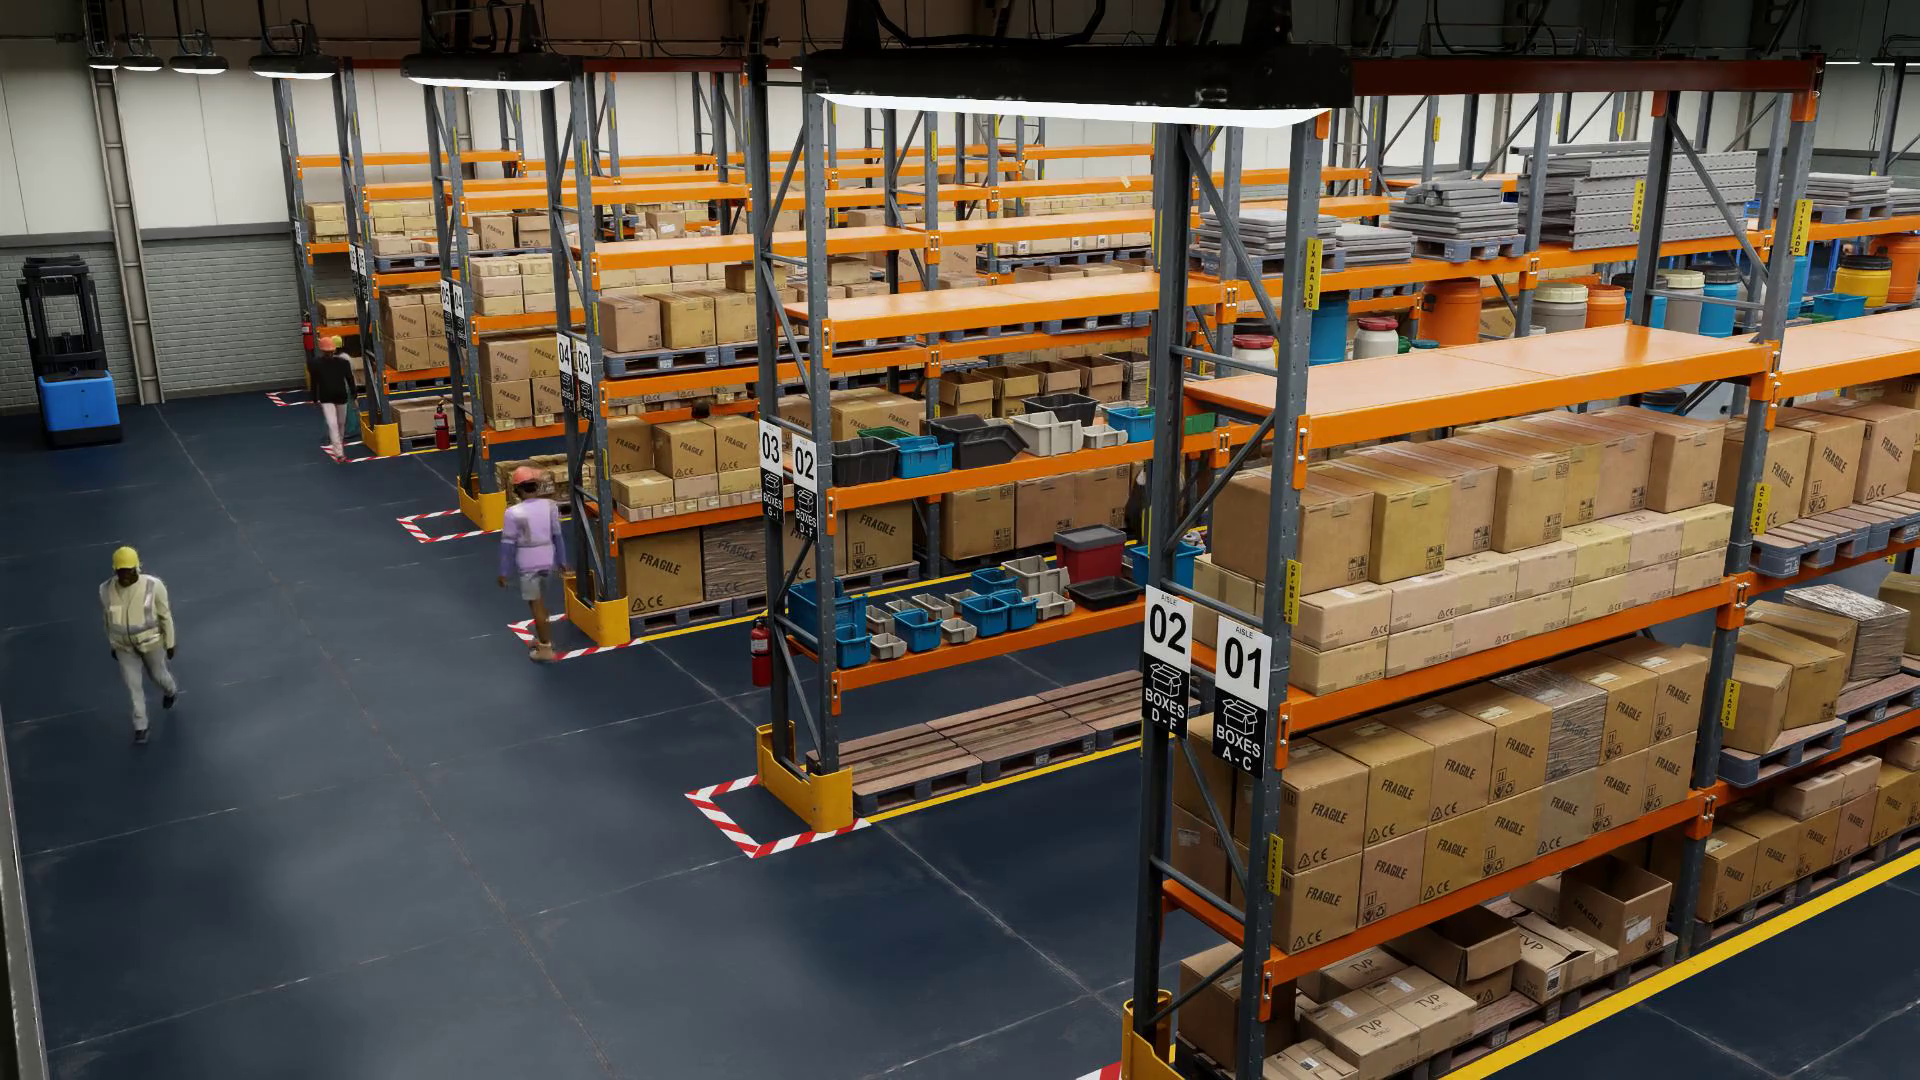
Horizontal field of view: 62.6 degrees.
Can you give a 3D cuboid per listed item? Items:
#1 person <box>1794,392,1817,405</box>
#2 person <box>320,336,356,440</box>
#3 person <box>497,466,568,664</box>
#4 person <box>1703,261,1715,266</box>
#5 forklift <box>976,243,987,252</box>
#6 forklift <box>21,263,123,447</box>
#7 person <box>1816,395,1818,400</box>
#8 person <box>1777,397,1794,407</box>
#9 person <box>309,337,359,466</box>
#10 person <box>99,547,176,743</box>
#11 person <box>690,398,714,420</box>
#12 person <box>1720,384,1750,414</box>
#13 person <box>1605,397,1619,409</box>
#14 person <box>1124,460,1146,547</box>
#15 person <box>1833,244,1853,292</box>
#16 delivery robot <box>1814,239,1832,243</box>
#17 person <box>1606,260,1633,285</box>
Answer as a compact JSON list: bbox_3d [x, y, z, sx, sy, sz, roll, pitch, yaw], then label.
[{"bbox_3d":[14.536,-2.976,27.051,0.429,1.845,0.622,-2,17,-7],"label":"person"},{"bbox_3d":[-10.091,-2.454,25.555,0.543,1.719,0.681,6,18,19],"label":"person"},{"bbox_3d":[-4.412,0.245,16.212,0.741,1.995,0.708,13,21,36],"label":"person"},{"bbox_3d":[16.048,-5.092,34.049,0.905,1.807,0.620,16,23,41],"label":"person"},{"bbox_3d":[0.988,-5.474,34.718,1.214,2.155,2.313,-10,20,-31],"label":"forklift"},{"bbox_3d":[-14.518,-3.079,25.708,1.129,2.768,1.873,-10,20,-31],"label":"forklift"},{"bbox_3d":[14.820,-3.259,27.966,1.019,1.840,0.682,9,19,27],"label":"person"},{"bbox_3d":[11.882,-1.721,22.930,0.509,1.844,0.333,-12,21,-34],"label":"person"},{"bbox_3d":[-9.552,-2.139,24.136,0.626,1.937,1.023,-11,20,-33],"label":"person"},{"bbox_3d":[-7.494,0.888,14.459,0.591,1.806,0.779,-3,17,-11],"label":"person"},{"bbox_3d":[-3.325,-0.944,20.426,0.649,1.817,0.641,-1,17,-2],"label":"person"},{"bbox_3d":[11.776,-2.004,23.736,0.439,1.921,0.608,-2,17,-7],"label":"person"},{"bbox_3d":[10.592,-2.346,25.078,0.591,1.784,0.900,-13,21,-37],"label":"person"},{"bbox_3d":[2.005,-0.135,17.473,0.816,2.000,0.707,-5,18,-15],"label":"person"},{"bbox_3d":[21.829,-6.492,38.943,0.519,1.628,0.411,-16,23,-42],"label":"person"},{"bbox_3d":[28.589,-10.070,52.396,0.477,0.478,0.707,-11,20,-31],"label":"delivery robot"},{"bbox_3d":[15.957,-6.438,38.238,0.372,1.940,0.627,-15,23,-41],"label":"person"}]
